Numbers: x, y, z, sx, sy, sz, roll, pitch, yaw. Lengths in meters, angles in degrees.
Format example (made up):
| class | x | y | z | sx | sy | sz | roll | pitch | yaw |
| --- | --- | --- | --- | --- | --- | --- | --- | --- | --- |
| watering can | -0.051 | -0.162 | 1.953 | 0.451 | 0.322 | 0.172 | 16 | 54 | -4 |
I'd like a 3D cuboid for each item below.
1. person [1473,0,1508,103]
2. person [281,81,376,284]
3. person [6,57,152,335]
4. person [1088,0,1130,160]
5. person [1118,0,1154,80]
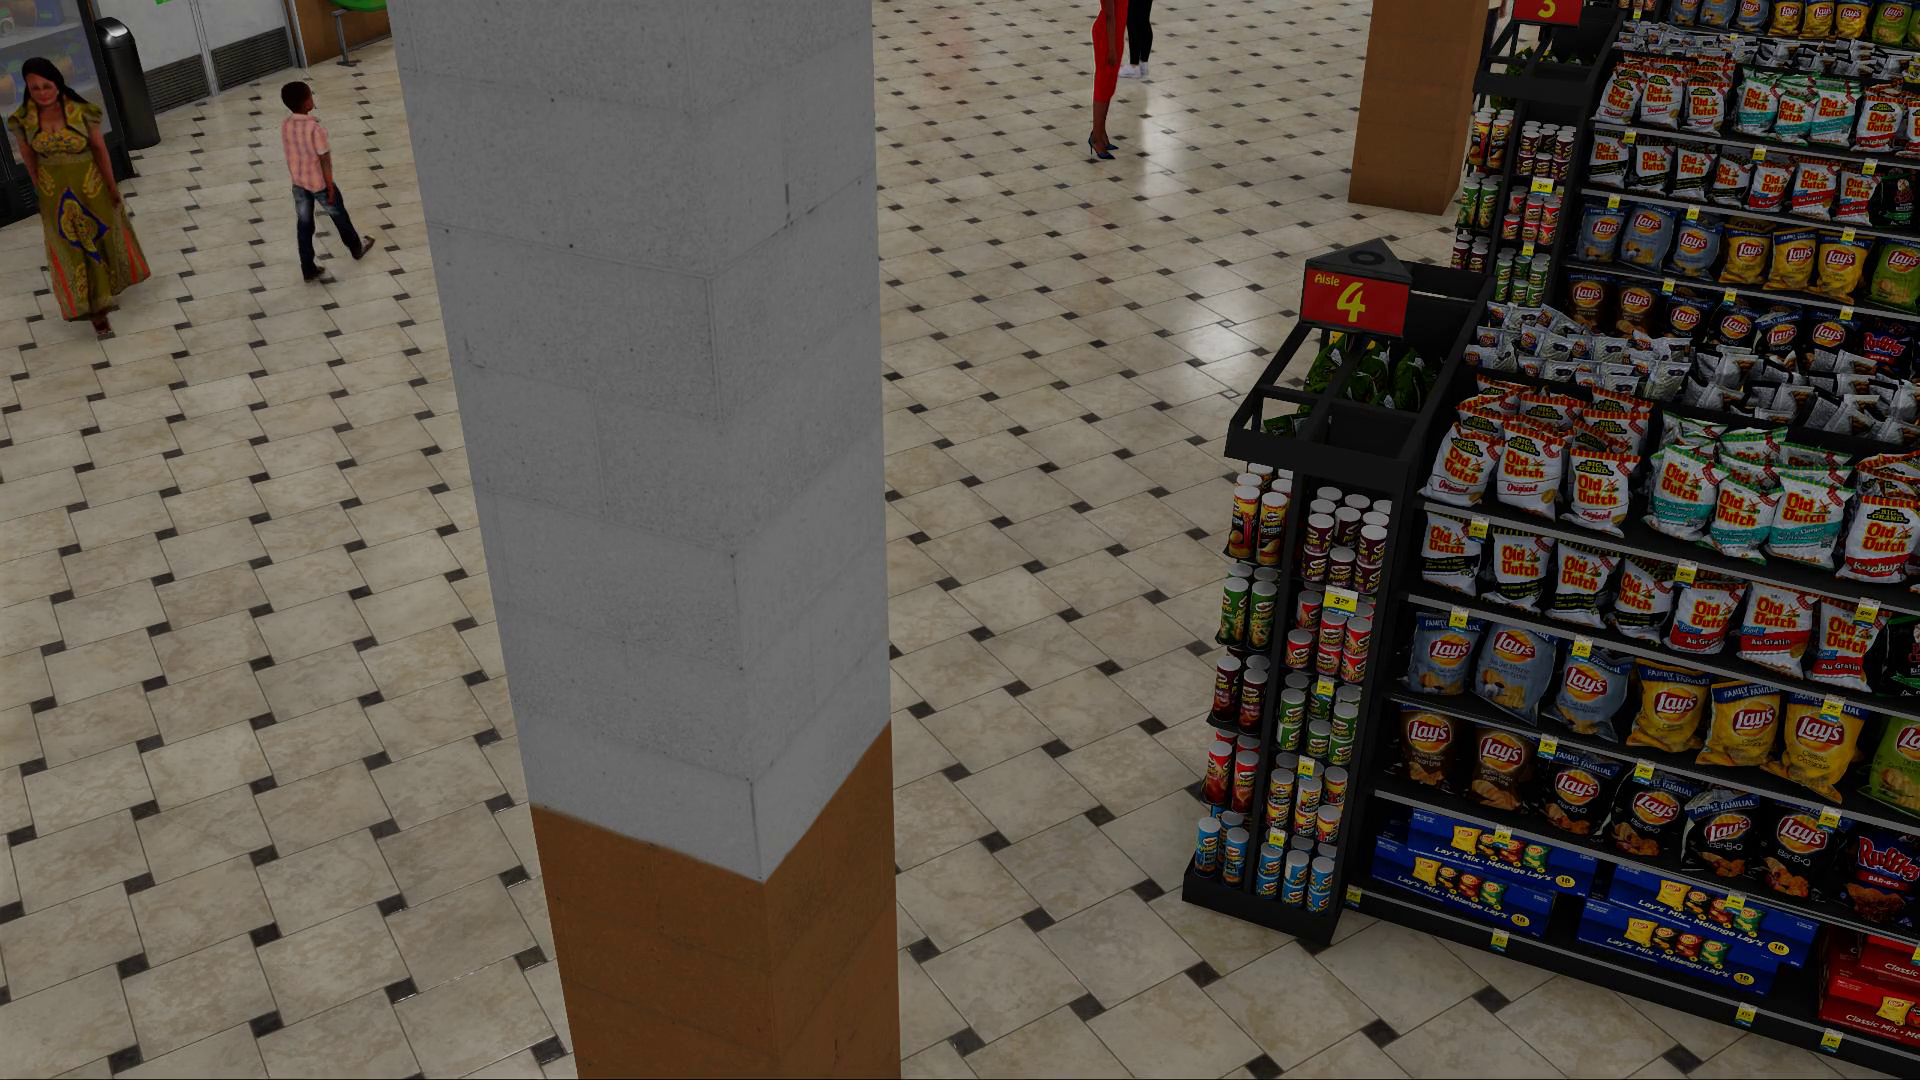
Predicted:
| class | x | y | z | sx | sy | sz | roll | pitch | yaw |
| --- | --- | --- | --- | --- | --- | --- | --- | --- | --- |
| person | 4.386 | -4.450 | 13.978 | 0.989 | 1.552 | 0.789 | 7 | 33 | 11 |
| person | -4.234 | -2.291 | 10.771 | 0.848 | 1.274 | 0.664 | 8 | 33 | 13 |
| person | -5.432 | -2.162 | 10.247 | 1.242 | 1.609 | 1.426 | -17 | 36 | -25 |
| person | 1.148 | -3.834 | 12.806 | 0.555 | 1.744 | 0.612 | 7 | 33 | 11 |
| person | 1.564 | -4.910 | 14.635 | 0.670 | 1.638 | 0.672 | 25 | 40 | 34 |
